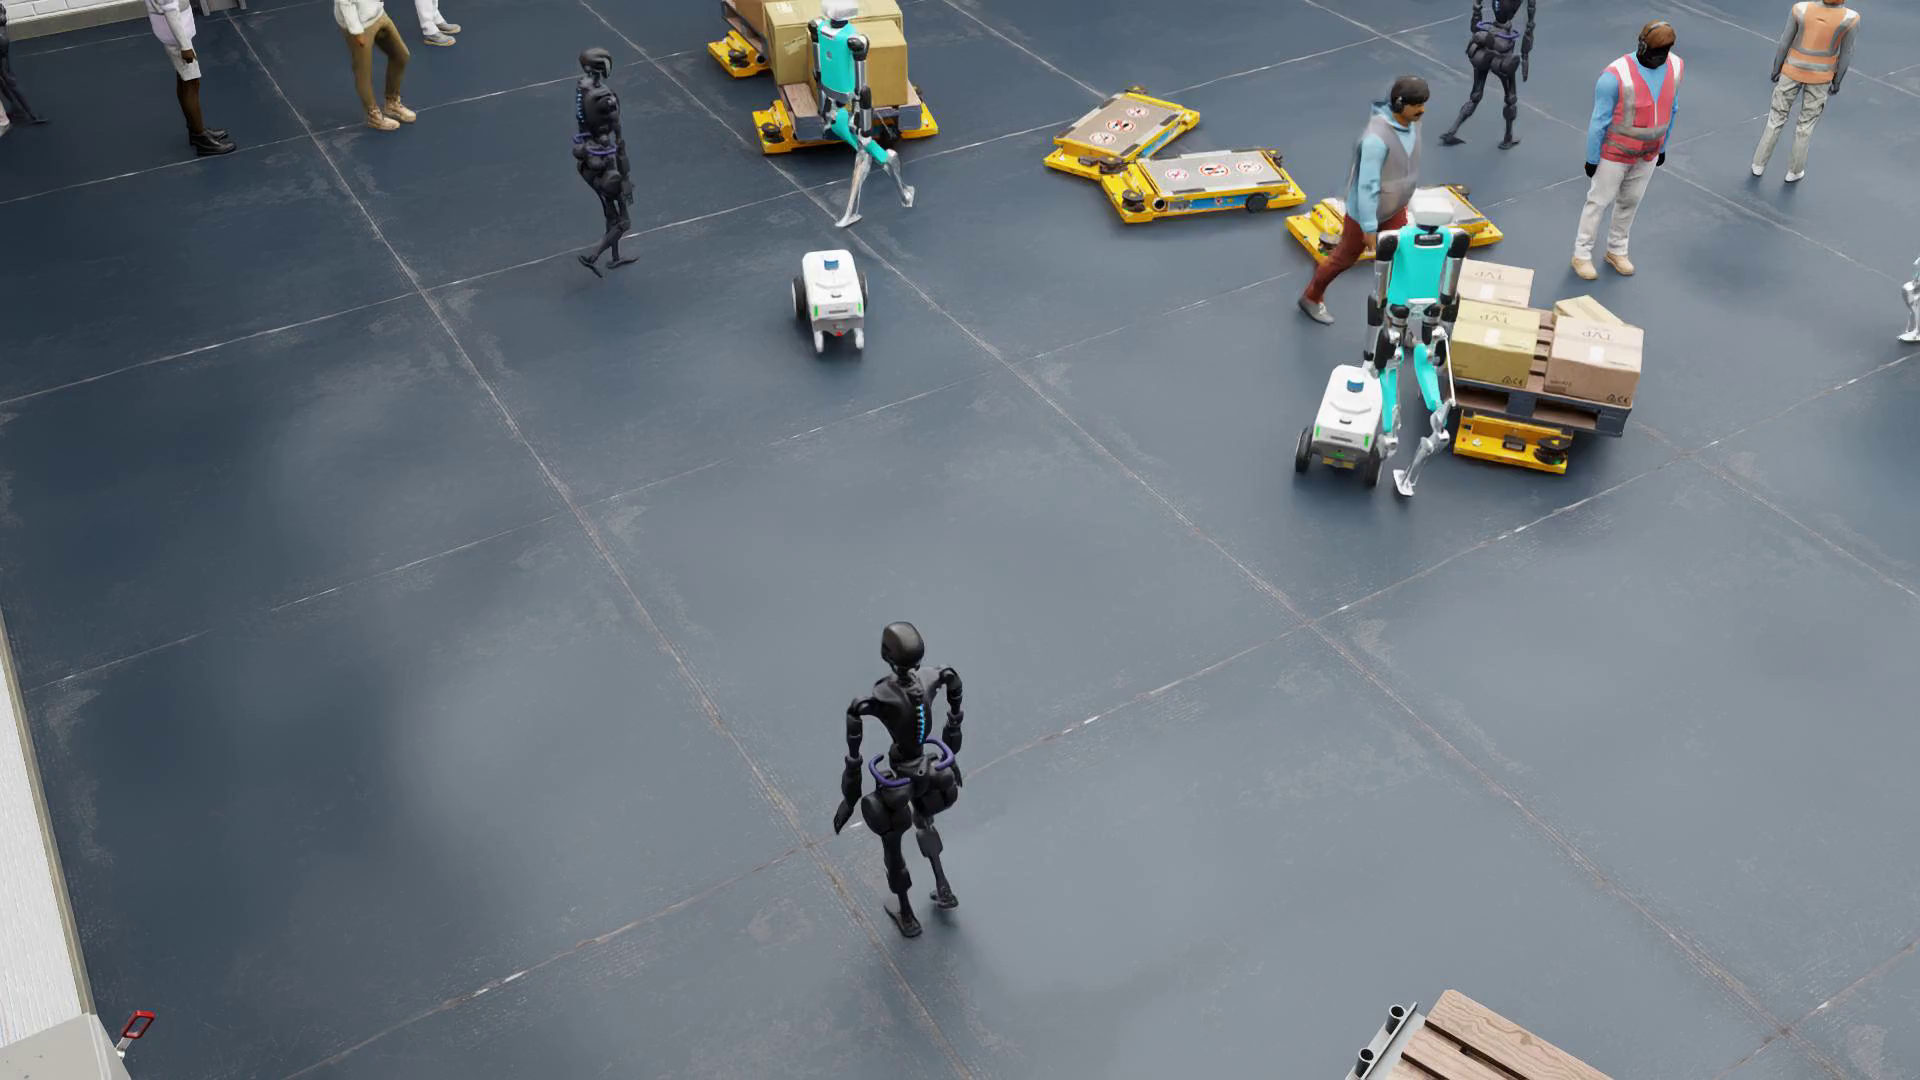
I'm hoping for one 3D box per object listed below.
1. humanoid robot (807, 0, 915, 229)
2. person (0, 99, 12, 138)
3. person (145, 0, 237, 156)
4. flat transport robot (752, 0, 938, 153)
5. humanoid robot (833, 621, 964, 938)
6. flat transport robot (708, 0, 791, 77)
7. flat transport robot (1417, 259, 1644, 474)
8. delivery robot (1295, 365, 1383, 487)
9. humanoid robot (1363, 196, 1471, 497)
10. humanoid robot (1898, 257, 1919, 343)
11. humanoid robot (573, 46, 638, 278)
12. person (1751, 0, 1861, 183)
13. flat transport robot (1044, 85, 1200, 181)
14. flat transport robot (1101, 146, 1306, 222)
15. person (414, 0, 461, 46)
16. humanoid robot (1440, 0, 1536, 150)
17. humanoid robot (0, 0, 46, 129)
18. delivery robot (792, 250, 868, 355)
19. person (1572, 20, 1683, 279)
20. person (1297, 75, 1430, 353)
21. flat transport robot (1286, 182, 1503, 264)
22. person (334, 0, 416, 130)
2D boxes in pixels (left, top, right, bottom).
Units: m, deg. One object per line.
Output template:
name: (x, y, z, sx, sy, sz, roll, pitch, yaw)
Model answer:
humanoid robot: (-0.634, -3.110, 12.072, 0.551, 1.818, 0.894, 30, 47, 32)
person: (-8.049, -4.078, 13.186, 0.568, 1.831, 0.407, 19, 42, 22)
person: (-6.073, -3.962, 12.951, 0.370, 1.933, 0.550, -20, 43, -23)
flat transport robot: (-0.949, -3.465, 13.663, 1.431, 0.231, 0.659, -9, 39, -11)
humanoid robot: (-0.226, 1.023, 6.869, 0.603, 1.648, 0.365, -20, 43, -23)
flat transport robot: (-1.479, -4.473, 14.936, 1.431, 0.231, 0.659, -17, 42, -21)
flat transport robot: (3.532, -0.926, 10.461, 0.659, 0.231, 1.431, 13, 40, 15)
delivery robot: (2.323, -0.695, 9.954, 0.499, 0.614, 0.790, 13, 40, 15)
humanoid robot: (2.586, -0.952, 9.360, 0.555, 1.808, 0.844, -6, 39, -7)
humanoid robot: (6.381, -1.954, 10.532, 0.689, 1.743, 0.540, -11, 40, -13)
humanoid robot: (-2.521, -2.575, 11.417, 0.506, 1.644, 0.595, -27, 46, -30)
person: (6.420, -3.511, 12.614, 0.520, 1.643, 0.304, 21, 43, 24)
flat transport robot: (1.323, -3.276, 13.426, 0.659, 0.231, 1.431, 22, 43, 26)
flat transport robot: (1.860, -2.717, 12.720, 1.431, 0.231, 0.659, -8, 39, -10)
person: (-4.790, -5.373, 14.773, 0.361, 1.882, 0.574, 0, 38, 0)
humanoid robot: (4.228, -3.889, 13.099, 0.518, 1.644, 0.599, -27, 46, -30)
humanoid robot: (-7.832, -4.122, 13.361, 0.376, 1.658, 0.609, -17, 41, -20)
delivery robot: (-0.854, -1.636, 11.141, 0.499, 0.613, 0.807, -6, 39, -8)
person: (4.572, -2.666, 11.403, 0.634, 1.831, 0.429, -11, 40, -13)
person: (2.688, -2.130, 10.731, 0.548, 1.832, 0.961, -26, 45, -29)
flat transport robot: (3.193, -2.319, 12.218, 1.431, 0.231, 0.659, -10, 39, -12)
person: (-4.712, -4.112, 13.280, 0.529, 1.750, 0.553, 11, 40, 13)
